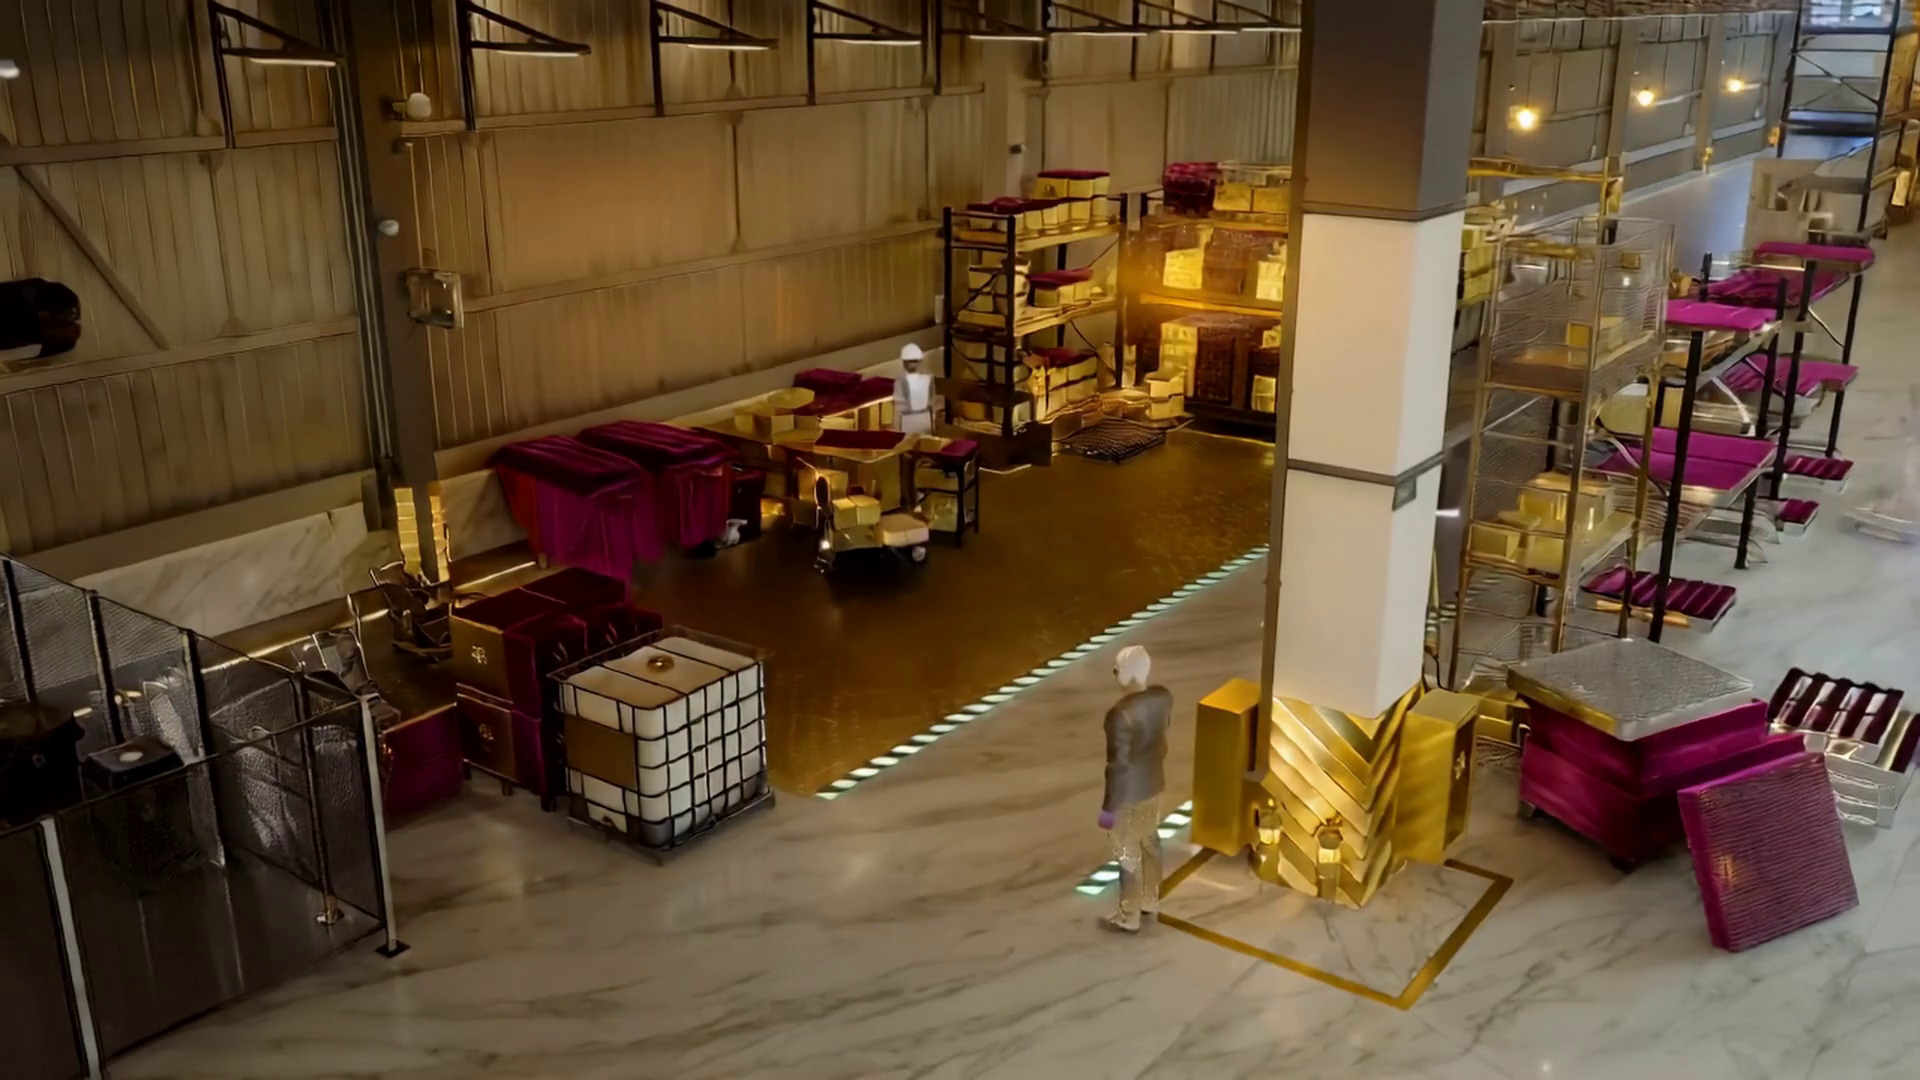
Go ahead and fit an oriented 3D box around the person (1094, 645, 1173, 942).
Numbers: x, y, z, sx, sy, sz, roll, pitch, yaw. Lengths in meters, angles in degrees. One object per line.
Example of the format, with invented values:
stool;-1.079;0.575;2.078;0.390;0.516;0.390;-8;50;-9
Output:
person;1.068;1.563;10.326;0.379;1.940;0.629;14;23;37

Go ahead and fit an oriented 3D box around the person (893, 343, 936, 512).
person;-0.546;-1.291;19.067;0.553;1.933;0.370;-11;21;-30

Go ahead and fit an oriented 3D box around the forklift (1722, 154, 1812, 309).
forklift;15.464;-5.892;31.651;1.129;2.768;1.873;13;22;34
